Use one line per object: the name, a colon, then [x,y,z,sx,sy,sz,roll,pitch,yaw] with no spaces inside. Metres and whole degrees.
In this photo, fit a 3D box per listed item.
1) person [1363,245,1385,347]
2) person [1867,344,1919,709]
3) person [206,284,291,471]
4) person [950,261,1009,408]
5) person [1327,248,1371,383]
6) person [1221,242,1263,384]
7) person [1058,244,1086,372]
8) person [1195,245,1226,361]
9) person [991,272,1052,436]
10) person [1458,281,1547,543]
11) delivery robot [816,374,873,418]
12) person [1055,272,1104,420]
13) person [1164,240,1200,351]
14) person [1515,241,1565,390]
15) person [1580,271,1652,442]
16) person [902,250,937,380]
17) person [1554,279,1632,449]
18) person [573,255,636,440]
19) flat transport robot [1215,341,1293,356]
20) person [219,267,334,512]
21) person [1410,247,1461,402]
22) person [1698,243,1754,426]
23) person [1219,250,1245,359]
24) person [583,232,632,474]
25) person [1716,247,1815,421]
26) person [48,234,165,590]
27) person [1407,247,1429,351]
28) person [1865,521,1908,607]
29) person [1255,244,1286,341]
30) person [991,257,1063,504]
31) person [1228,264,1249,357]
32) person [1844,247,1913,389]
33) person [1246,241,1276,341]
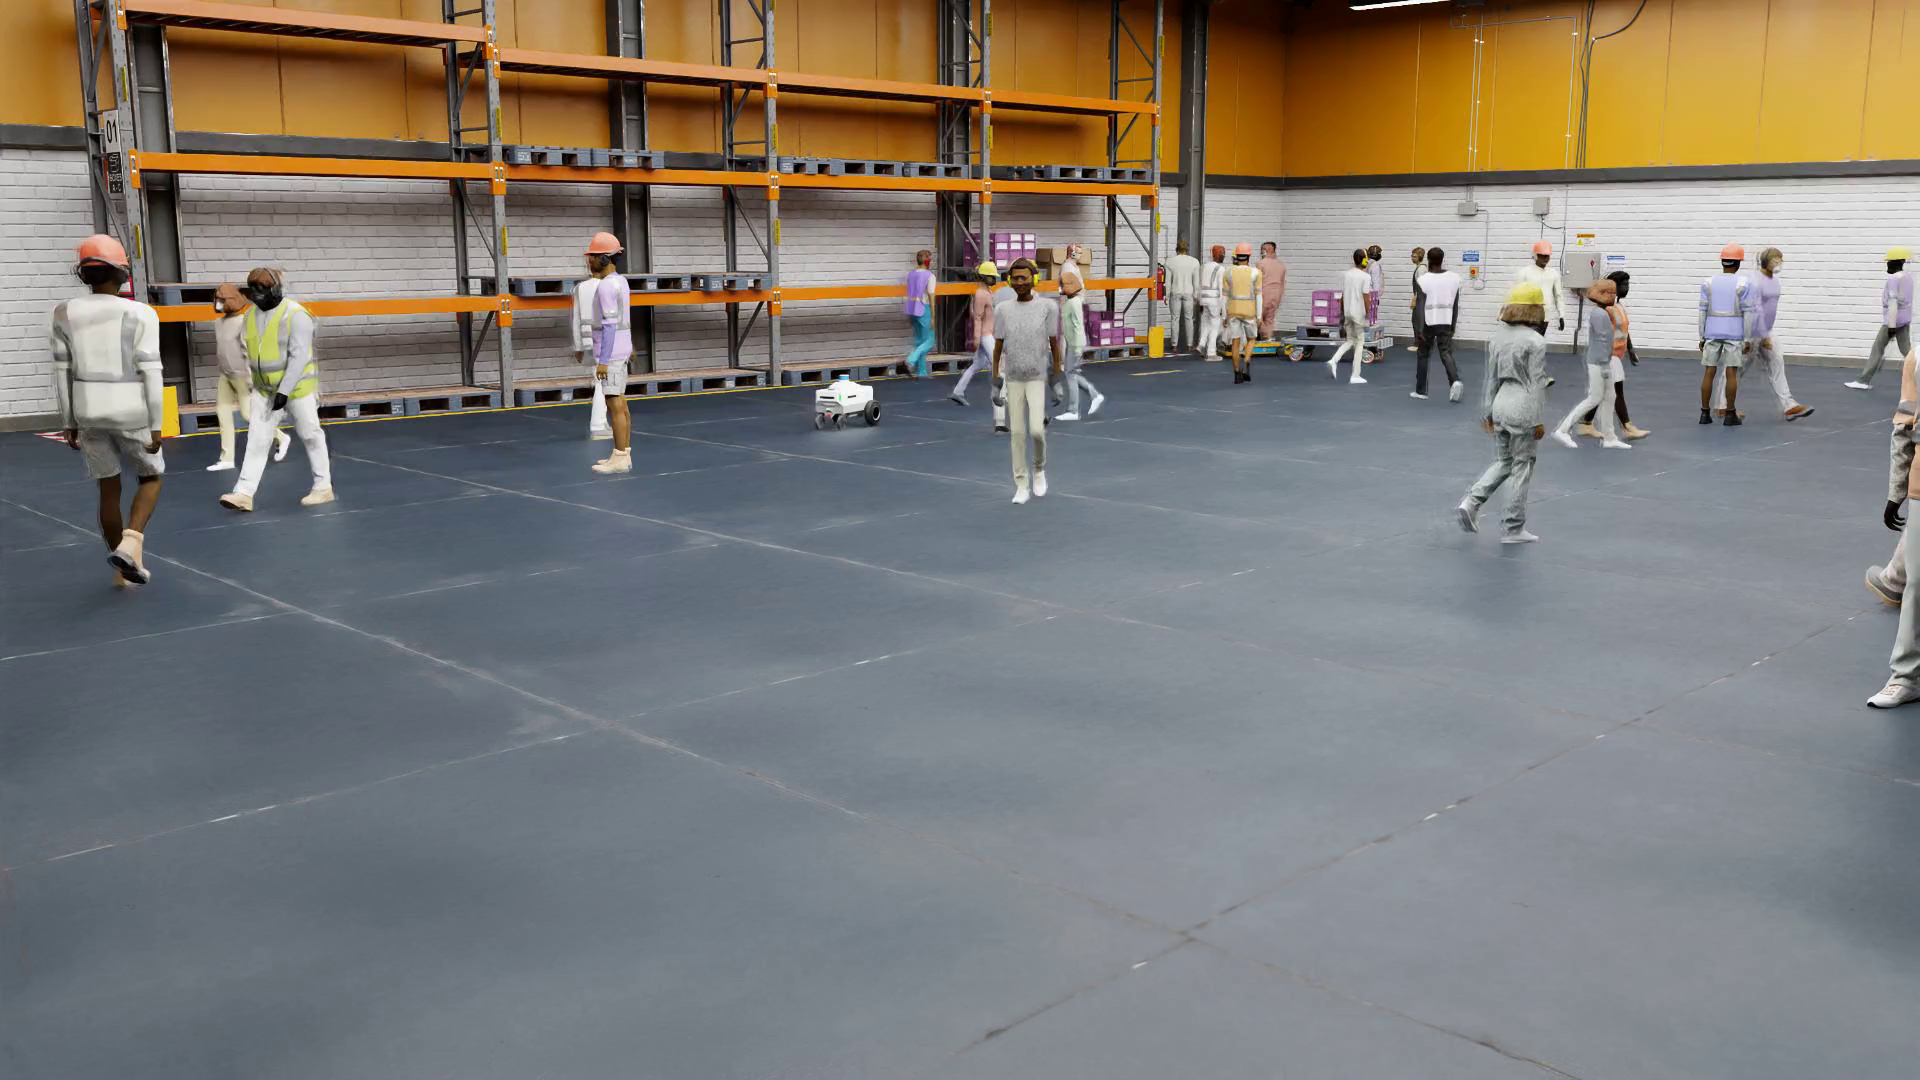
person: [7.359,-4.335,29.730,0.430,1.844,0.624,-2,11,-9]
person: [4.172,-0.197,6.940,0.376,1.923,0.585,-9,14,-41]
person: [-6.249,-1.424,14.493,0.506,1.610,0.698,6,12,31]
person: [0.274,-2.404,19.603,0.878,1.736,0.524,2,11,10]
person: [5.331,-3.046,22.662,0.583,1.852,0.553,-7,13,-34]
person: [3.851,-3.092,22.712,0.566,1.926,0.400,3,11,15]
person: [1.667,-3.444,24.730,0.399,1.900,0.636,-1,10,-4]
person: [4.095,-3.818,26.822,0.404,1.867,0.591,-5,12,-26]
person: [0.604,-1.973,17.003,0.611,1.774,0.918,6,12,31]
person: [3.605,-0.820,10.888,0.463,1.730,0.484,-4,11,-22]
delivery robot: [-1.217,-1.502,17.531,0.477,0.478,0.707,5,12,27]
person: [1.312,-2.124,18.238,0.483,1.617,0.529,-1,10,-5]
person: [3.876,-4.281,29.164,0.629,1.940,0.376,0,10,2]
person: [7.588,-2.917,21.702,0.649,1.939,1.004,-2,11,-13]
person: [6.493,-1.796,16.337,0.759,1.666,0.545,8,13,36]
person: [-0.577,-3.113,23.115,0.595,1.830,0.574,-9,14,-42]
person: [6.038,-1.662,15.765,0.644,1.612,0.508,4,11,22]
person: [-3.525,-1.933,16.558,0.580,1.862,0.578,8,13,39]
flat transport robot: [4.930,-3.219,27.929,1.431,0.197,0.652,-4,11,-23]
person: [-5.023,-1.095,12.225,0.619,1.782,1.017,4,11,19]
person: [5.873,-2.644,20.398,0.598,1.889,0.889,-2,11,-8]
person: [8.166,-2.187,17.752,0.547,1.938,0.359,9,14,40]
person: [4.484,-3.842,27.093,0.616,1.813,0.476,8,13,36]
person: [-2.992,-1.585,14.182,0.371,2.044,0.608,0,10,-2]
person: [8.748,-2.213,18.031,0.629,1.879,1.044,-7,13,-34]
person: [-4.792,-0.699,9.396,0.611,2.028,0.500,-1,10,-5]
person: [8.041,-4.200,29.062,0.358,1.824,0.576,4,11,22]
person: [5.237,-0.521,8.656,0.619,1.937,1.033,0,10,1]
person: [5.280,-4.127,28.504,0.696,1.873,0.504,-6,12,-29]
person: [0.500,-1.194,12.550,0.554,1.857,0.404,3,11,16]
person: [4.663,-3.860,27.729,0.532,1.631,0.336,3,11,14]
person: [12.148,-2.856,21.582,0.608,1.882,1.003,-8,13,-37]
person: [5.281,-4.293,29.272,0.632,1.921,0.709,-9,14,-41]
